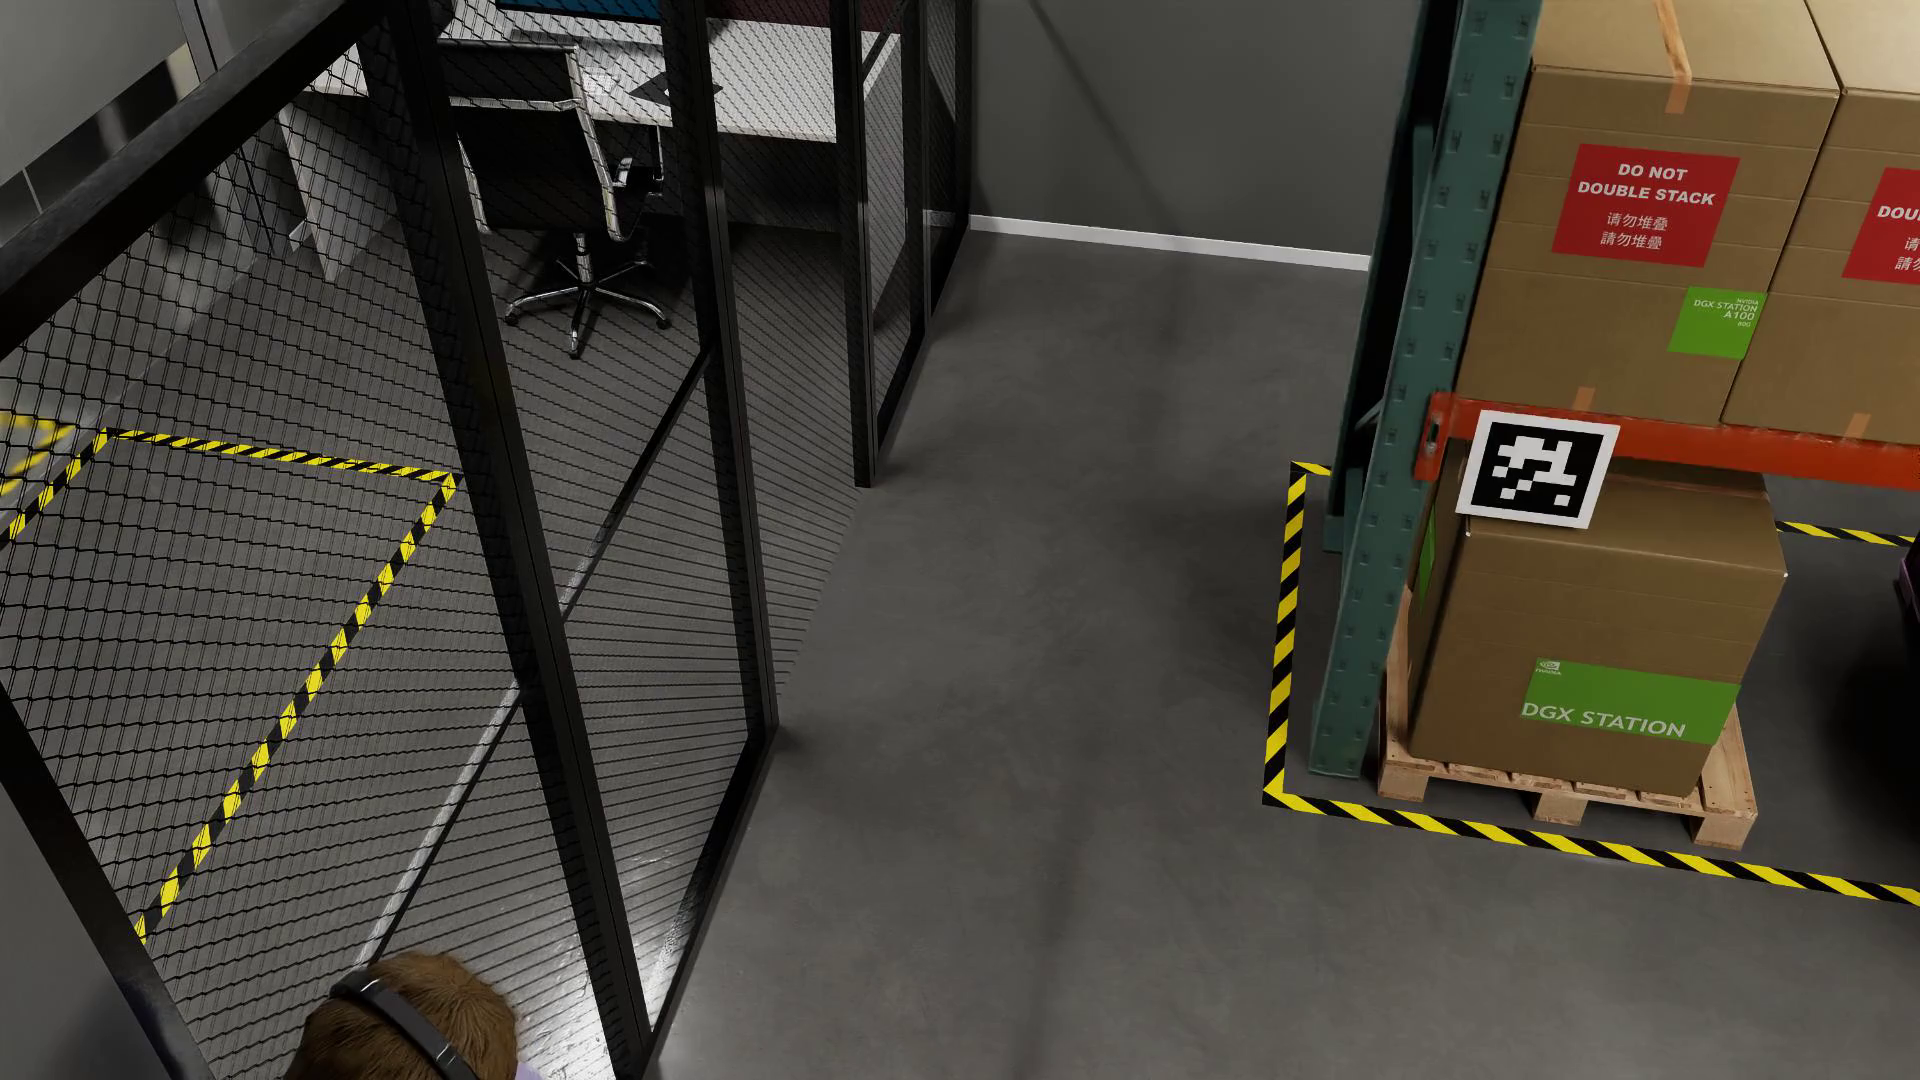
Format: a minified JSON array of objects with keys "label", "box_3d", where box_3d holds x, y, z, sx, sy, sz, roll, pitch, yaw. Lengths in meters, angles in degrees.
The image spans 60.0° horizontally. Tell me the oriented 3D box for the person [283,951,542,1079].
[{"label":"person","box_3d":[-0.526,1.151,2.173,0.629,1.940,0.372,19,44,20]}]
